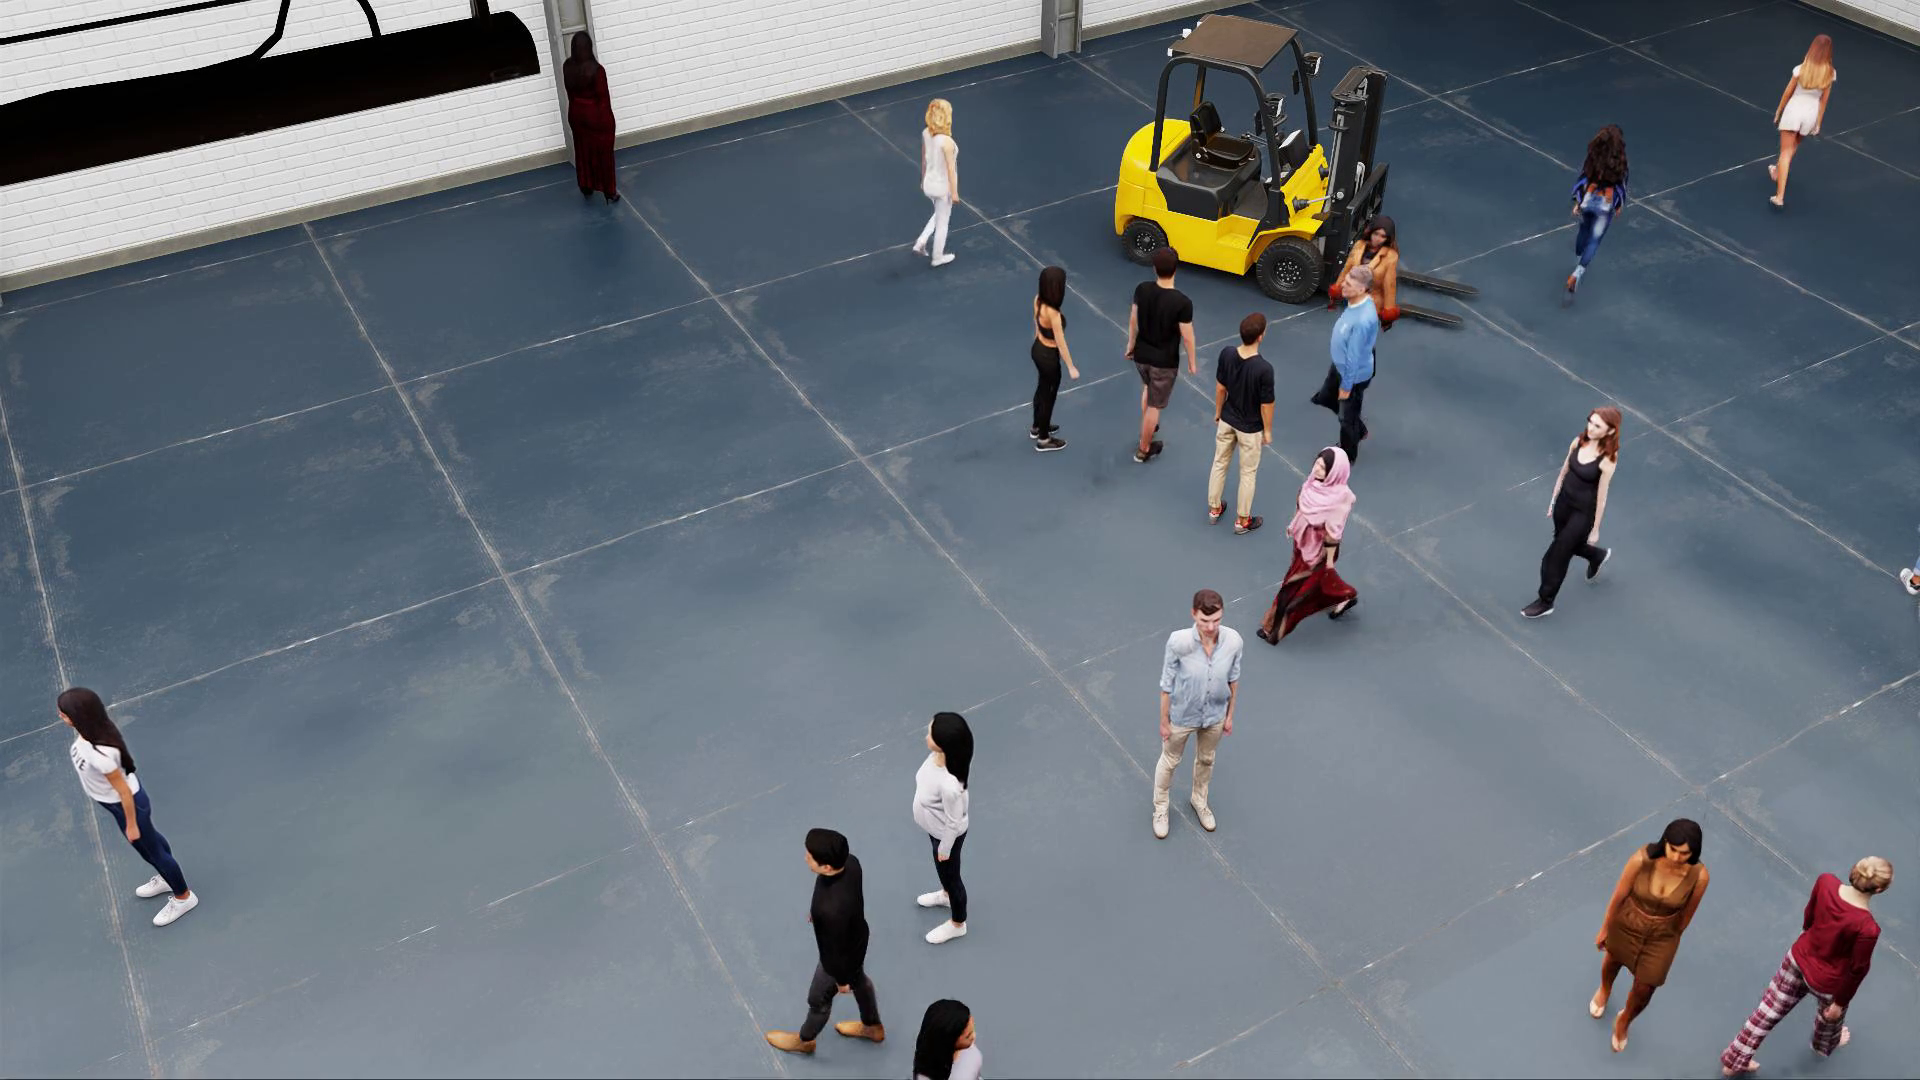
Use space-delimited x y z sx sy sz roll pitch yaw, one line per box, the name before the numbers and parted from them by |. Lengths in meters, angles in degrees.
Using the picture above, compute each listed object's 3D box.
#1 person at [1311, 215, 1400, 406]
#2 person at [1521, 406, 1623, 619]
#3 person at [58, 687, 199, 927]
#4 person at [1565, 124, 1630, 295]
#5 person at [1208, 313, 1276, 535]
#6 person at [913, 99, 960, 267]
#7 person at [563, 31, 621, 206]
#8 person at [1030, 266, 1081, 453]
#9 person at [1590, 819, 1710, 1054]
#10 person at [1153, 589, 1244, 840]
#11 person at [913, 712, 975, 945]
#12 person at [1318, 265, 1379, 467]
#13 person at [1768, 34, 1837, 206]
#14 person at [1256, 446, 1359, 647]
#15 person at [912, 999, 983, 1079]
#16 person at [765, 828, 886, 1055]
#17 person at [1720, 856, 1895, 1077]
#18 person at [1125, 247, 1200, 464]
person | 3.441 -1.941 13.843 1.067 1.690 0.796 -21 43 -24
person | 4.414 -0.226 11.669 1.053 1.724 0.652 -16 41 -19
person | -4.742 1.494 9.474 0.536 1.775 0.607 -24 44 -27
person | 5.827 -3.013 15.264 0.882 1.591 1.105 24 44 27
person | 2.093 -0.868 12.364 0.704 1.859 0.656 27 46 30
person | -0.263 -3.307 15.576 0.640 1.663 0.591 -22 44 -25
person | -3.700 -4.220 16.643 0.786 1.757 0.826 15 41 18
person | 0.673 -1.426 13.239 0.601 1.640 0.610 -13 40 -15
person | 3.660 2.018 8.902 0.720 1.670 0.779 18 42 21
person | 1.420 1.024 10.004 0.621 1.848 0.777 -6 39 -8
person | -0.074 1.602 9.398 0.663 1.701 0.683 -7 39 -9
person | 3.141 -1.353 13.014 0.844 1.806 0.807 -3 39 -4
person | 8.411 -4.160 16.661 1.127 1.641 1.138 7 39 9
person | 2.506 0.002 11.473 1.096 1.611 0.871 -7 39 -9
person | -0.139 2.738 7.961 0.863 1.719 0.804 18 42 22
person | -0.569 2.118 8.748 1.019 1.706 0.941 6 39 7
person | 4.395 2.243 8.633 1.090 1.654 0.777 -12 40 -15
person | 1.485 -1.403 13.045 0.859 1.846 0.888 25 45 28
